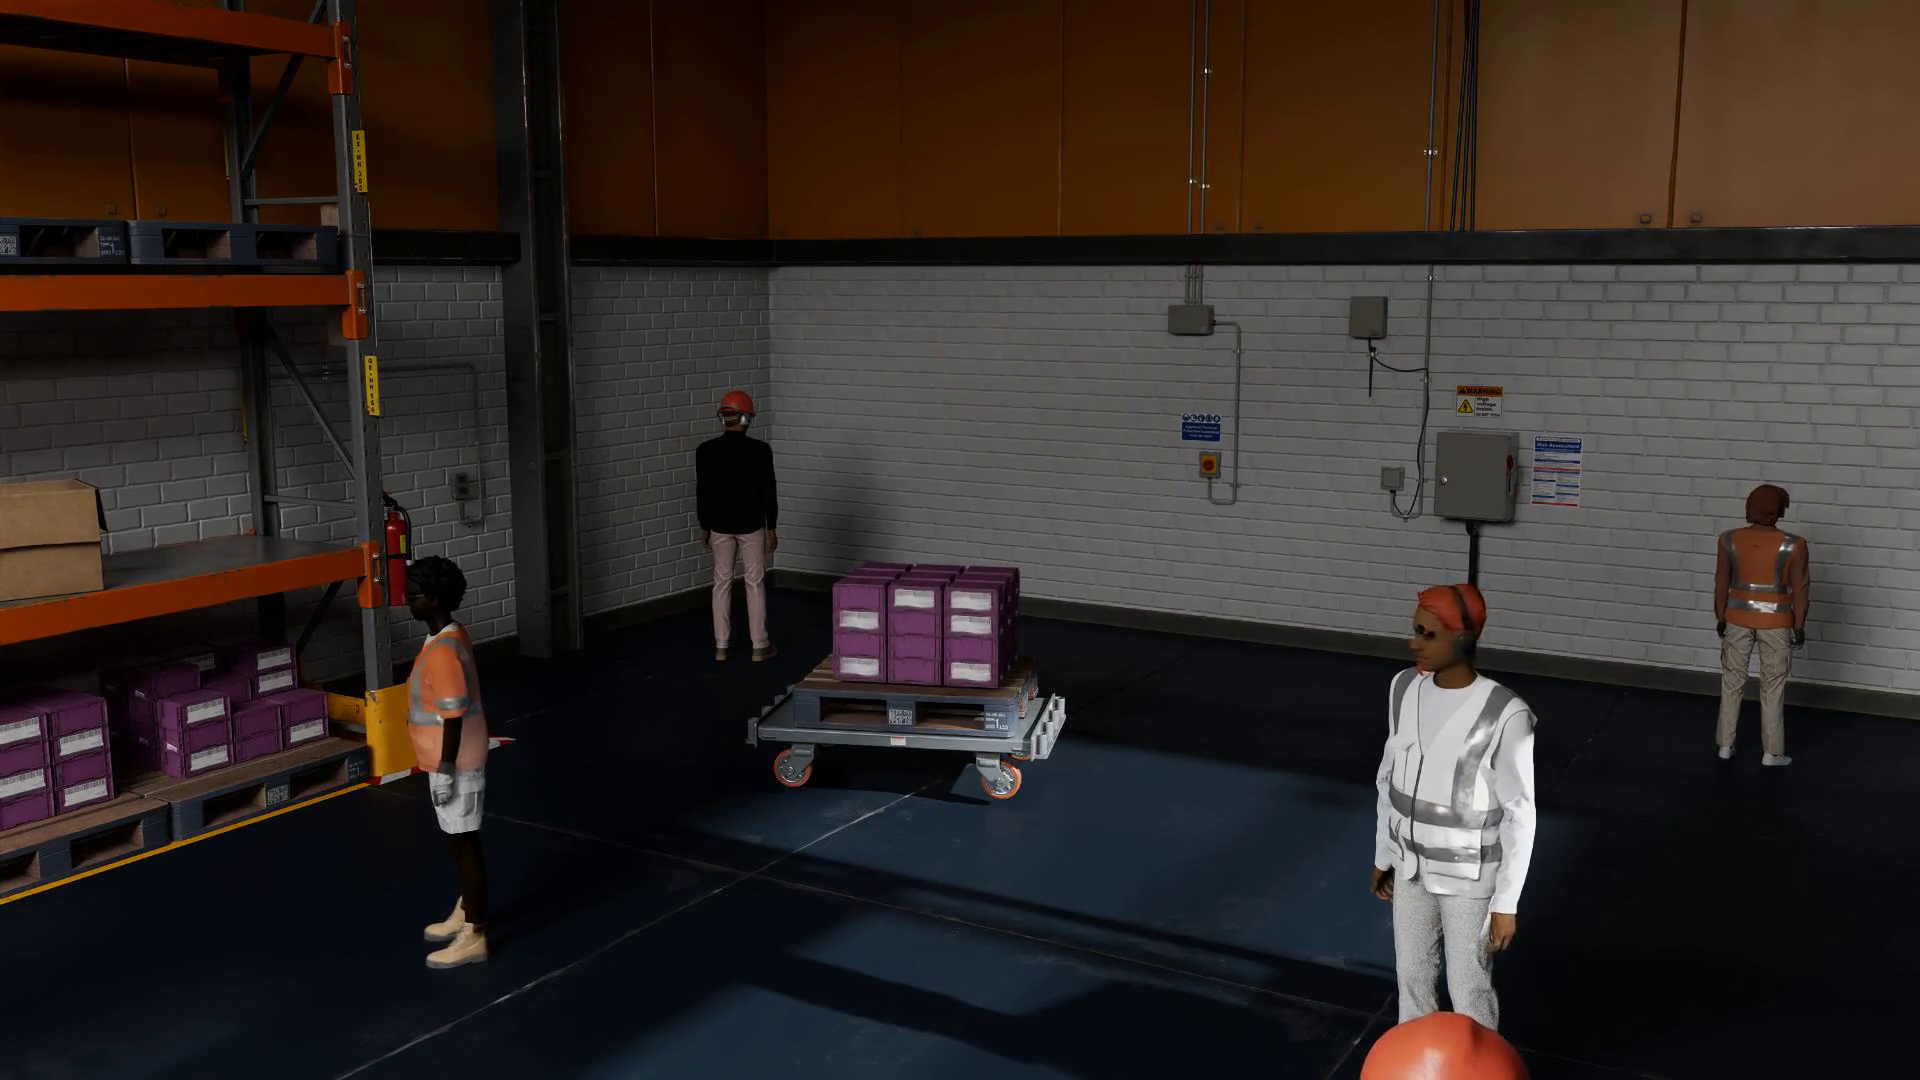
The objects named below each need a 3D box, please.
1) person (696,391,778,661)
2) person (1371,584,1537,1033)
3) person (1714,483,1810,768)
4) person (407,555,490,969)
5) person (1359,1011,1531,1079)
[{"bbox_3d":[-1.622,-0.098,12.206,0.611,1.985,0.394,2,9,10],"label":"person"},{"bbox_3d":[1.535,1.062,5.282,0.340,1.882,0.586,-5,11,-30],"label":"person"},{"bbox_3d":[4.603,0.495,9.583,0.511,1.641,0.307,8,12,41],"label":"person"},{"bbox_3d":[-2.101,0.903,6.851,0.321,1.697,0.535,-2,9,-15],"label":"person"},{"bbox_3d":[0.597,1.533,2.168,0.543,1.939,0.360,2,9,13],"label":"person"}]
